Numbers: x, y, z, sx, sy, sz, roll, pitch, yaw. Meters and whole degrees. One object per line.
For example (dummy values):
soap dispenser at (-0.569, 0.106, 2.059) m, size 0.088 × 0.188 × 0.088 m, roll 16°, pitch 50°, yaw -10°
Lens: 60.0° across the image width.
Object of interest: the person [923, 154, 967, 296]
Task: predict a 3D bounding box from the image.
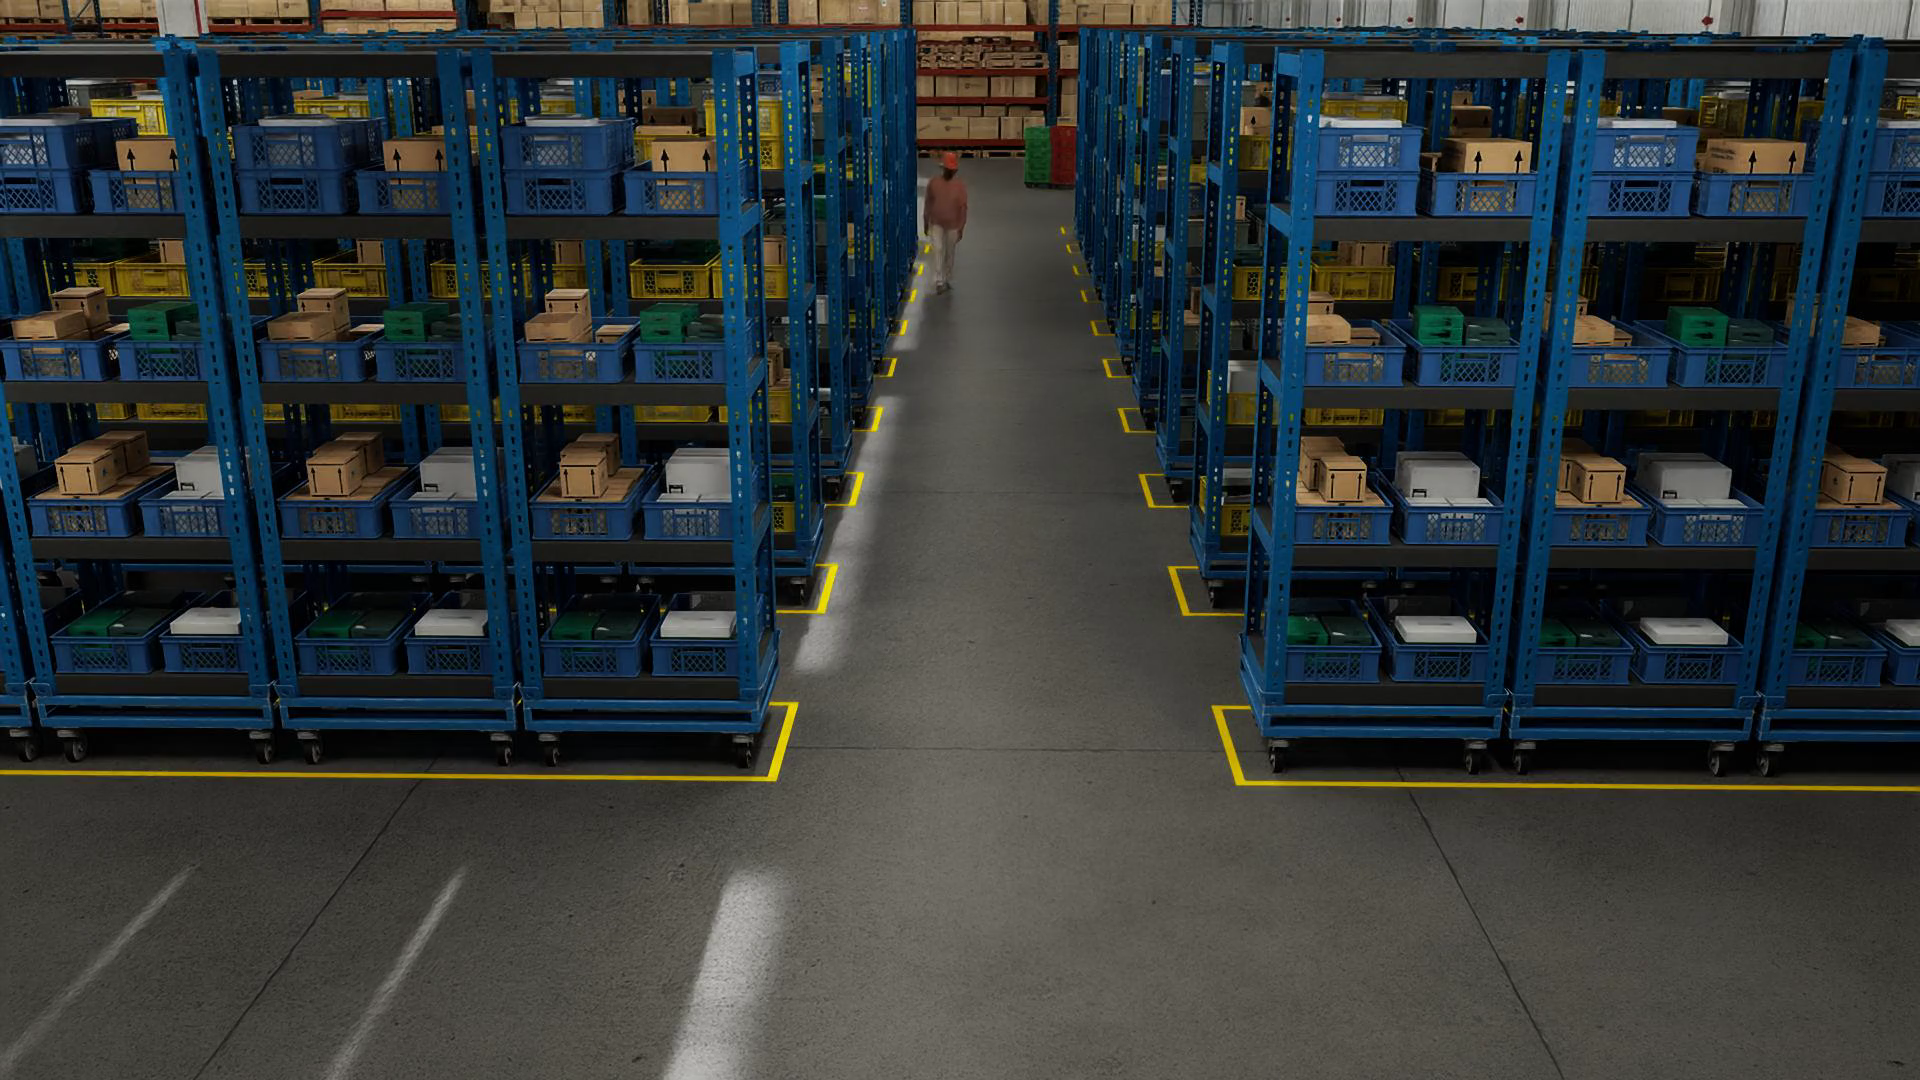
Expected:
person at (-0.217, -4.394, 23.189) m, size 0.632 × 1.933 × 0.967 m, roll 1°, pitch 17°, yaw 4°
